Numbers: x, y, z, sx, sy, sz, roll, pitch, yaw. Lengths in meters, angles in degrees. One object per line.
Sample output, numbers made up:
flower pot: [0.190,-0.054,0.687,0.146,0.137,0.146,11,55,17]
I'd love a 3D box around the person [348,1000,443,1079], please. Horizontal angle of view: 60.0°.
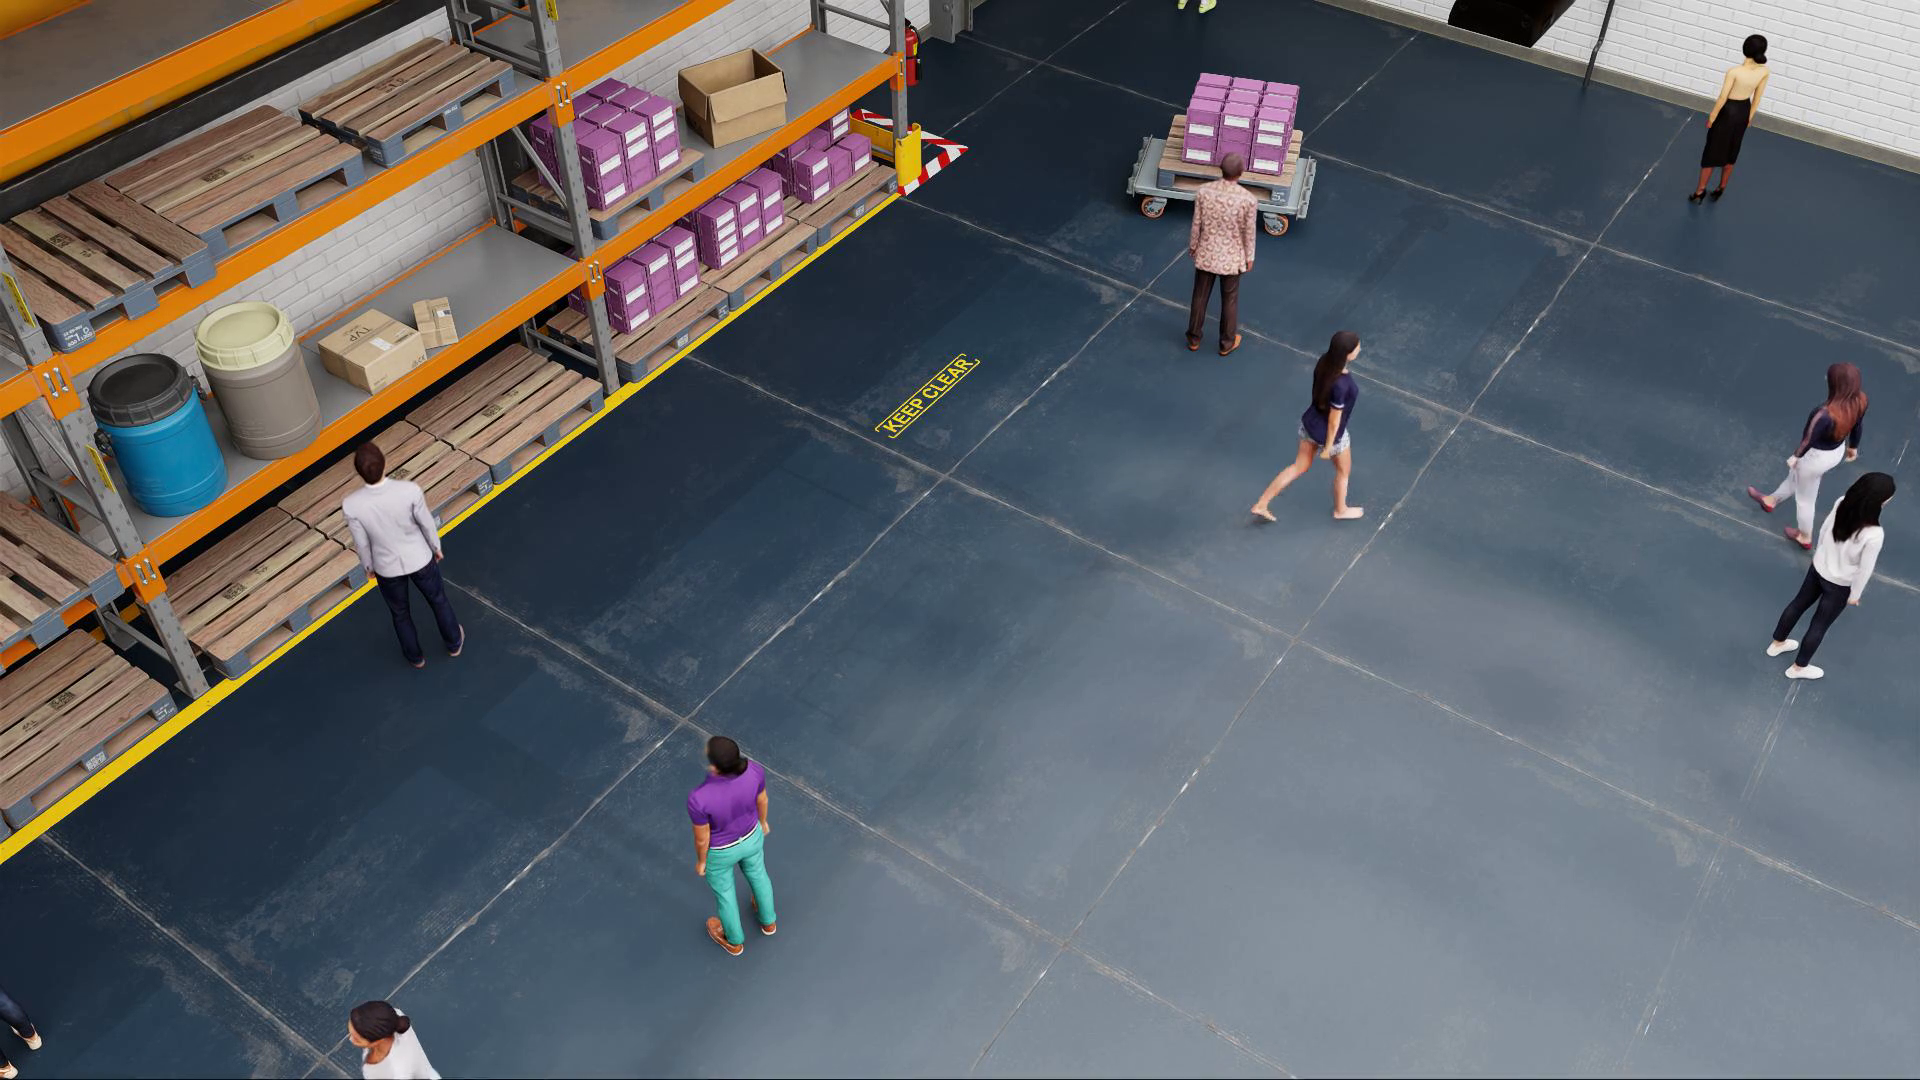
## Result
person: [-2.586,2.762,8.192,1.210,1.706,1.016,-17,46,-17]

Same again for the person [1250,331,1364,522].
person: [2.515,-0.767,11.882,1.137,1.727,1.029,-10,45,-11]

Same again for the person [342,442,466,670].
person: [-3.649,0.115,10.865,0.727,1.853,0.830,-14,45,-14]

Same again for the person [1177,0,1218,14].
person: [2.607,-6.619,17.943,0.668,1.839,0.607,18,47,18]

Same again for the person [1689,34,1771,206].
person: [7.015,-3.820,15.139,0.672,1.655,0.722,-4,44,-5]

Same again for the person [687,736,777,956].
person: [-1.271,1.686,9.278,0.606,1.766,0.757,-28,50,-26]

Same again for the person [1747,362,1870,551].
person: [6.115,-0.548,11.764,0.955,1.573,0.953,-17,46,-17]

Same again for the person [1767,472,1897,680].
person: [5.711,0.214,10.872,0.747,1.700,0.694,-8,44,-9]

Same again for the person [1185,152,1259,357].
person: [2.102,-2.306,13.439,0.738,1.808,0.666,15,46,15]
